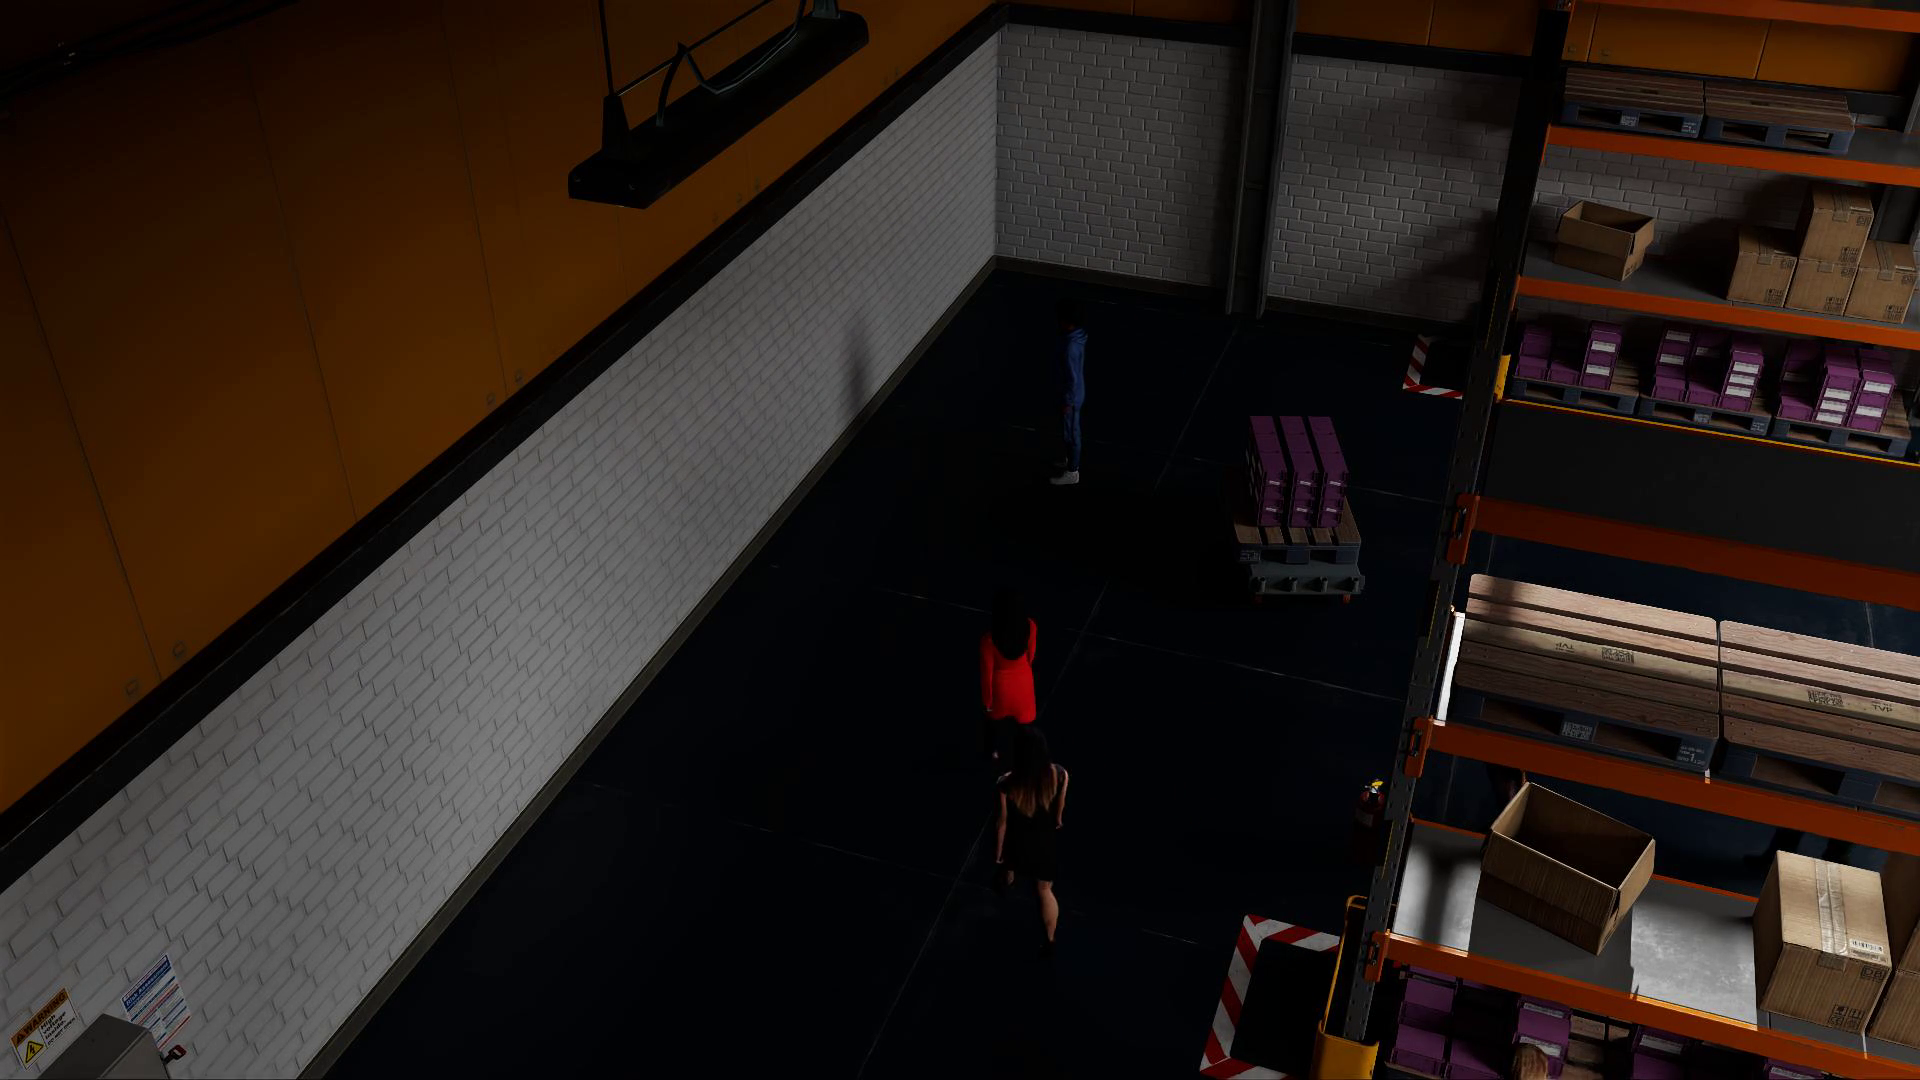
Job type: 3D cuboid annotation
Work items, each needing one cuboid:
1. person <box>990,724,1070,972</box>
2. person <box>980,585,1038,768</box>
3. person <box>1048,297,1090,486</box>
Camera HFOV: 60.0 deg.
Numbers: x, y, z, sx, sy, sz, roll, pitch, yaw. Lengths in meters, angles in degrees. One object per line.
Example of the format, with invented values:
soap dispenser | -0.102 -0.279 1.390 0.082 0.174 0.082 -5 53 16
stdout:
person | 0.460 1.920 10.182 1.102 1.671 1.106 -10 35 -15
person | 0.391 1.095 11.386 1.093 1.711 1.119 -12 36 -18
person | 0.981 -1.353 14.981 0.652 1.809 0.730 2 34 4
